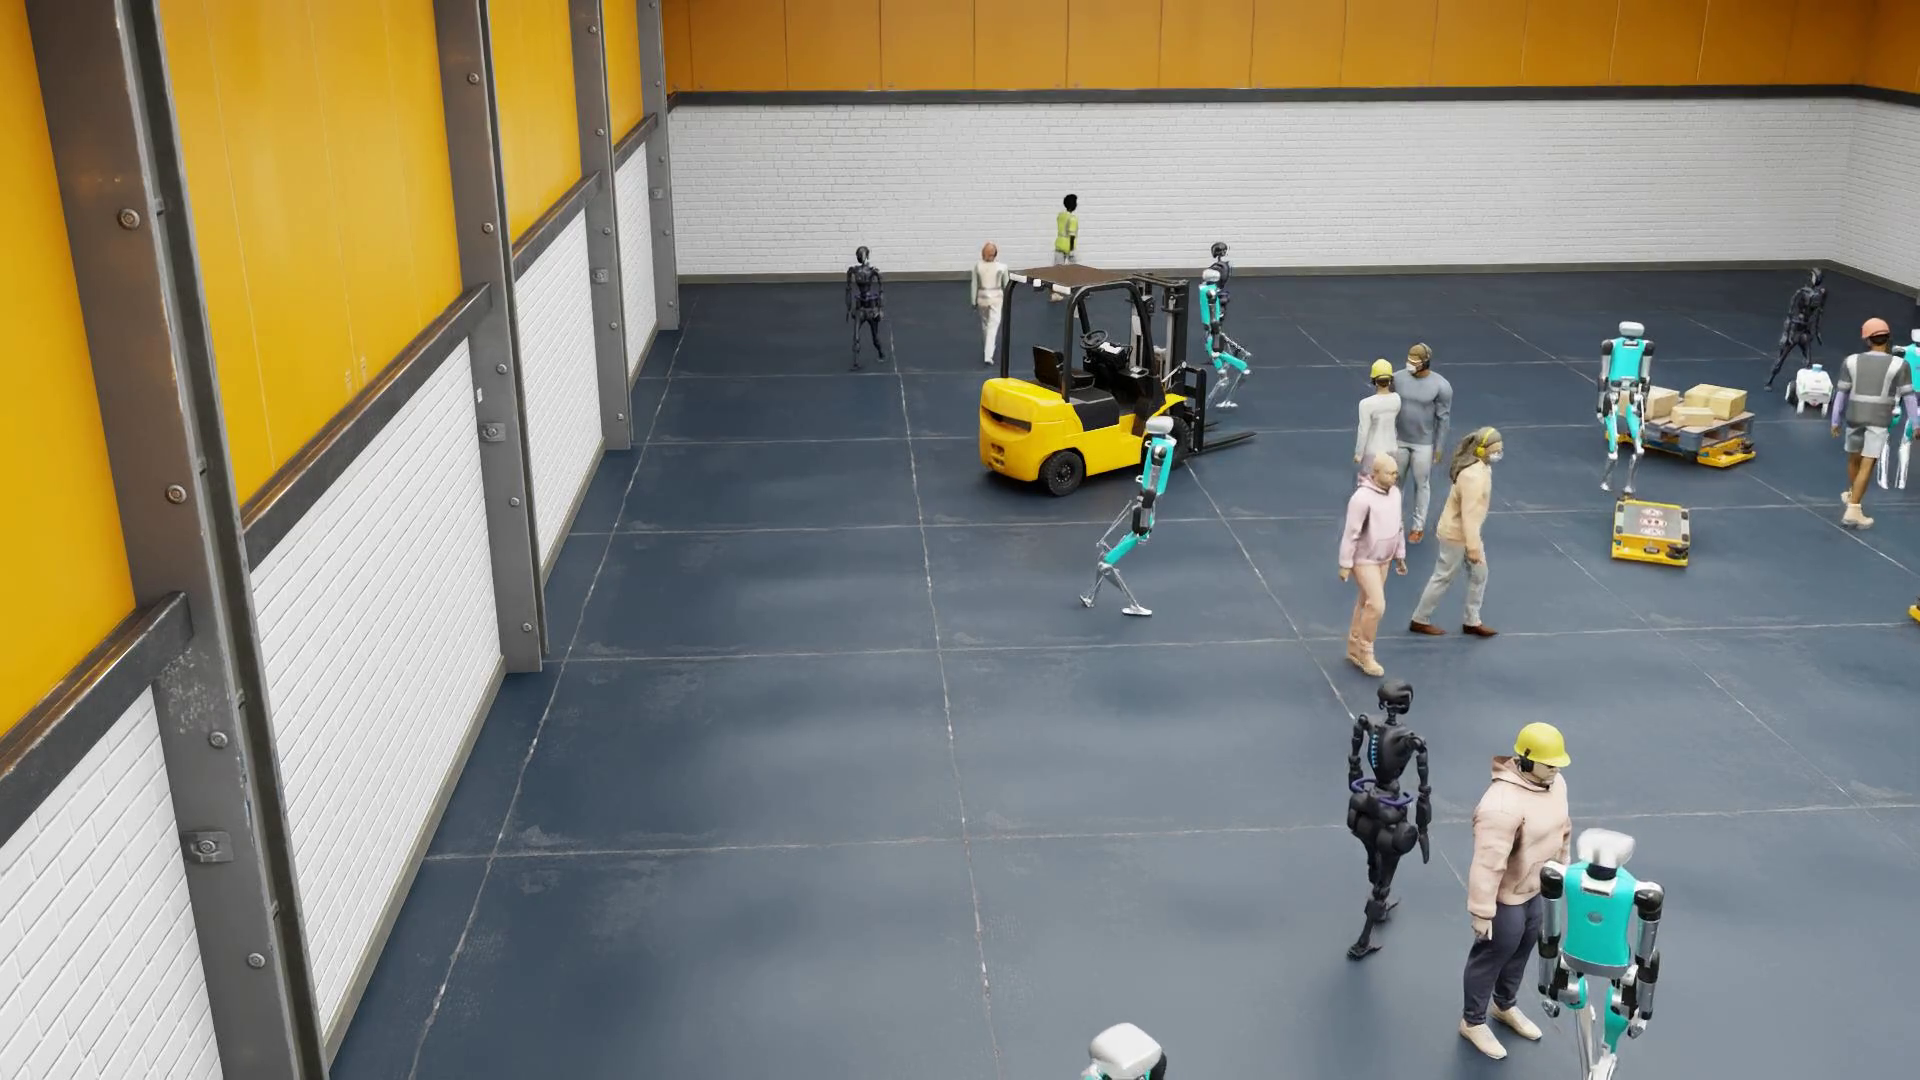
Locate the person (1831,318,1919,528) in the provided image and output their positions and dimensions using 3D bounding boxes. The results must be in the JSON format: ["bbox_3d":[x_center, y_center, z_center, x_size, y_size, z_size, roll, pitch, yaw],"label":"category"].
[{"bbox_3d":[8.945,-1.145,16.295,0.778,1.981,0.956,18,27,41],"label":"person"}]

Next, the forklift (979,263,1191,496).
[{"bbox_3d":[1.315,-1.764,17.646,2.313,2.155,1.214,-14,24,-33],"label":"forklift"}]

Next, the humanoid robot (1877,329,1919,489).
[{"bbox_3d":[9.773,-1.350,17.233,0.531,1.796,0.742,6,21,16],"label":"humanoid robot"}]

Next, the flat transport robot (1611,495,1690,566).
[{"bbox_3d":[6.597,-0.094,15.883,0.659,0.231,1.431,8,22,20],"label":"flat transport robot"}]

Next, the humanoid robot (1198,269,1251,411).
[{"bbox_3d":[3.205,-2.343,19.915,0.780,1.797,0.540,-1,20,-3],"label":"humanoid robot"}]

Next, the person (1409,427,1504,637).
[{"bbox_3d":[4.109,-0.048,13.477,0.826,1.833,0.579,9,22,24],"label":"person"}]

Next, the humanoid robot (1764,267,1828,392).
[{"bbox_3d":[10.490,-2.611,20.744,0.588,1.624,0.695,-6,21,-17],"label":"humanoid robot"}]

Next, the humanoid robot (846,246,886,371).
[{"bbox_3d":[-1.220,-3.091,22.104,0.591,1.652,0.767,9,22,23],"label":"humanoid robot"}]

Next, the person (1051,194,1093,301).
[{"bbox_3d":[1.761,-4.592,26.095,0.785,1.661,0.544,-12,23,-30],"label":"person"}]

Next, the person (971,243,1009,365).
[{"bbox_3d":[0.399,-3.194,22.398,0.505,1.592,0.887,6,21,16],"label":"person"}]

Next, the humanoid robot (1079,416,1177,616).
[{"bbox_3d":[1.343,-0.154,14.023,0.888,1.844,0.553,4,21,12],"label":"humanoid robot"}]

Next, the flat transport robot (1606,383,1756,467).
[{"bbox_3d":[8.085,-1.115,18.665,0.659,0.231,1.431,-14,25,-34],"label":"flat transport robot"}]

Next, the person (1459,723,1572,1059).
[{"bbox_3d":[2.839,1.761,8.530,0.790,1.859,0.429,-16,25,-37],"label":"person"}]

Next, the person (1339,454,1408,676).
[{"bbox_3d":[3.266,0.194,12.921,0.555,1.763,0.628,-15,25,-36],"label":"person"}]

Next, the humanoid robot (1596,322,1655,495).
[{"bbox_3d":[6.843,-1.290,17.008,0.530,1.763,0.833,1,20,2],"label":"humanoid robot"}]

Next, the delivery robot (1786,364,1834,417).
[{"bbox_3d":[10.373,-1.838,20.217,0.499,0.592,0.796,8,21,20],"label":"delivery robot"}]

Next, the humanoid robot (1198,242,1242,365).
[{"bbox_3d":[3.489,-3.135,22.146,0.500,1.642,0.608,7,21,18],"label":"humanoid robot"}]

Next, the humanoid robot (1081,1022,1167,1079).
[{"bbox_3d":[0.848,2.710,6.135,0.968,1.769,0.540,16,26,37],"label":"humanoid robot"}]

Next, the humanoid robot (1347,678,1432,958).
[{"bbox_3d":[2.454,1.532,9.426,0.666,1.638,0.589,-15,25,-35],"label":"humanoid robot"}]

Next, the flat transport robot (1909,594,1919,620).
[{"bbox_3d":[8.489,0.781,13.500,0.659,0.231,1.431,-3,20,-7],"label":"flat transport robot"}]

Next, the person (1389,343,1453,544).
[{"bbox_3d":[4.285,-0.919,15.715,0.628,1.937,0.379,16,25,37],"label":"person"}]

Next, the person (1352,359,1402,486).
[{"bbox_3d":[3.942,-0.836,15.734,0.525,1.765,0.326,-9,22,-23],"label":"person"}]

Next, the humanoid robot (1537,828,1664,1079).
[{"bbox_3d":[3.032,2.054,7.887,0.564,1.729,0.944,12,23,29],"label":"humanoid robot"}]
